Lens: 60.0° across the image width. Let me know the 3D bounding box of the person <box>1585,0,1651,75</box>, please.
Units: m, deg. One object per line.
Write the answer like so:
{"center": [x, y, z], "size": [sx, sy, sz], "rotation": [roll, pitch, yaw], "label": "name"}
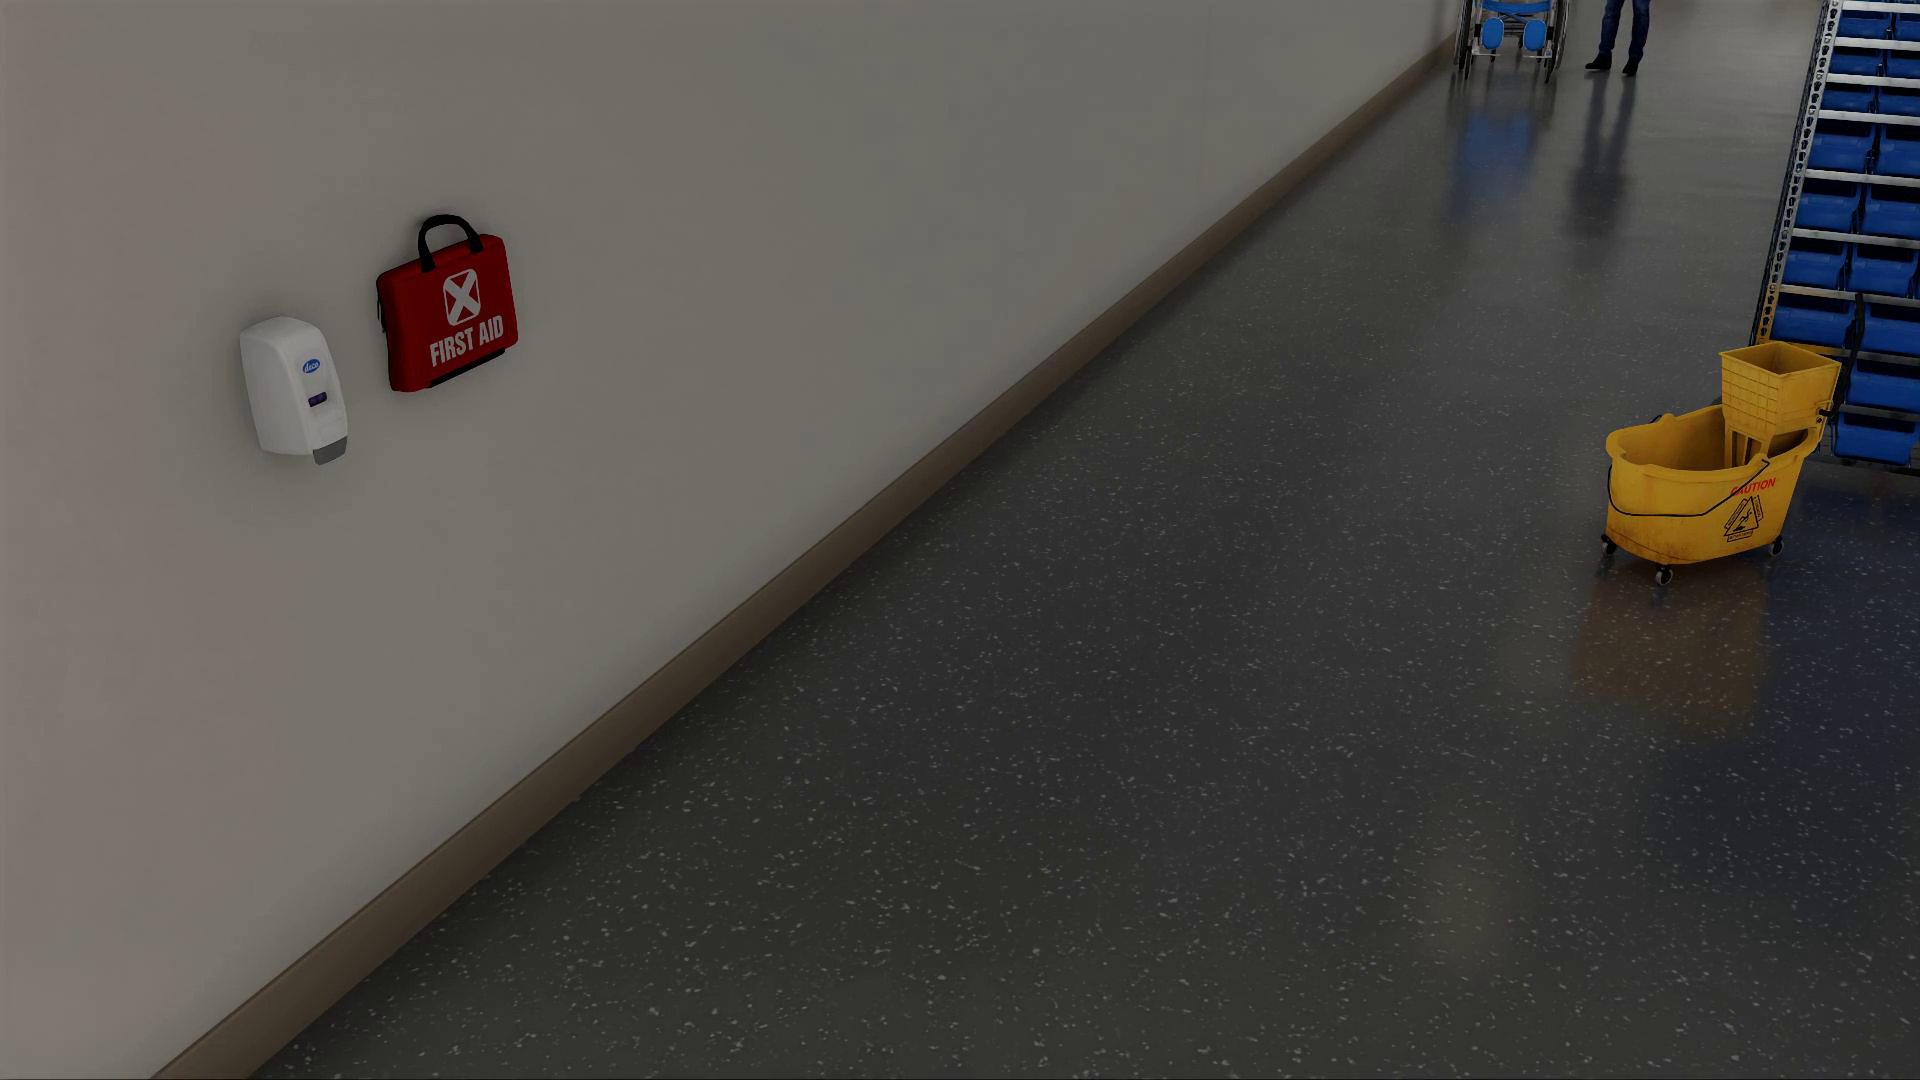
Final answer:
{"center": [5.384, -4.687, 13.200], "size": [0.604, 1.894, 0.789], "rotation": [20, 32, 36], "label": "person"}
